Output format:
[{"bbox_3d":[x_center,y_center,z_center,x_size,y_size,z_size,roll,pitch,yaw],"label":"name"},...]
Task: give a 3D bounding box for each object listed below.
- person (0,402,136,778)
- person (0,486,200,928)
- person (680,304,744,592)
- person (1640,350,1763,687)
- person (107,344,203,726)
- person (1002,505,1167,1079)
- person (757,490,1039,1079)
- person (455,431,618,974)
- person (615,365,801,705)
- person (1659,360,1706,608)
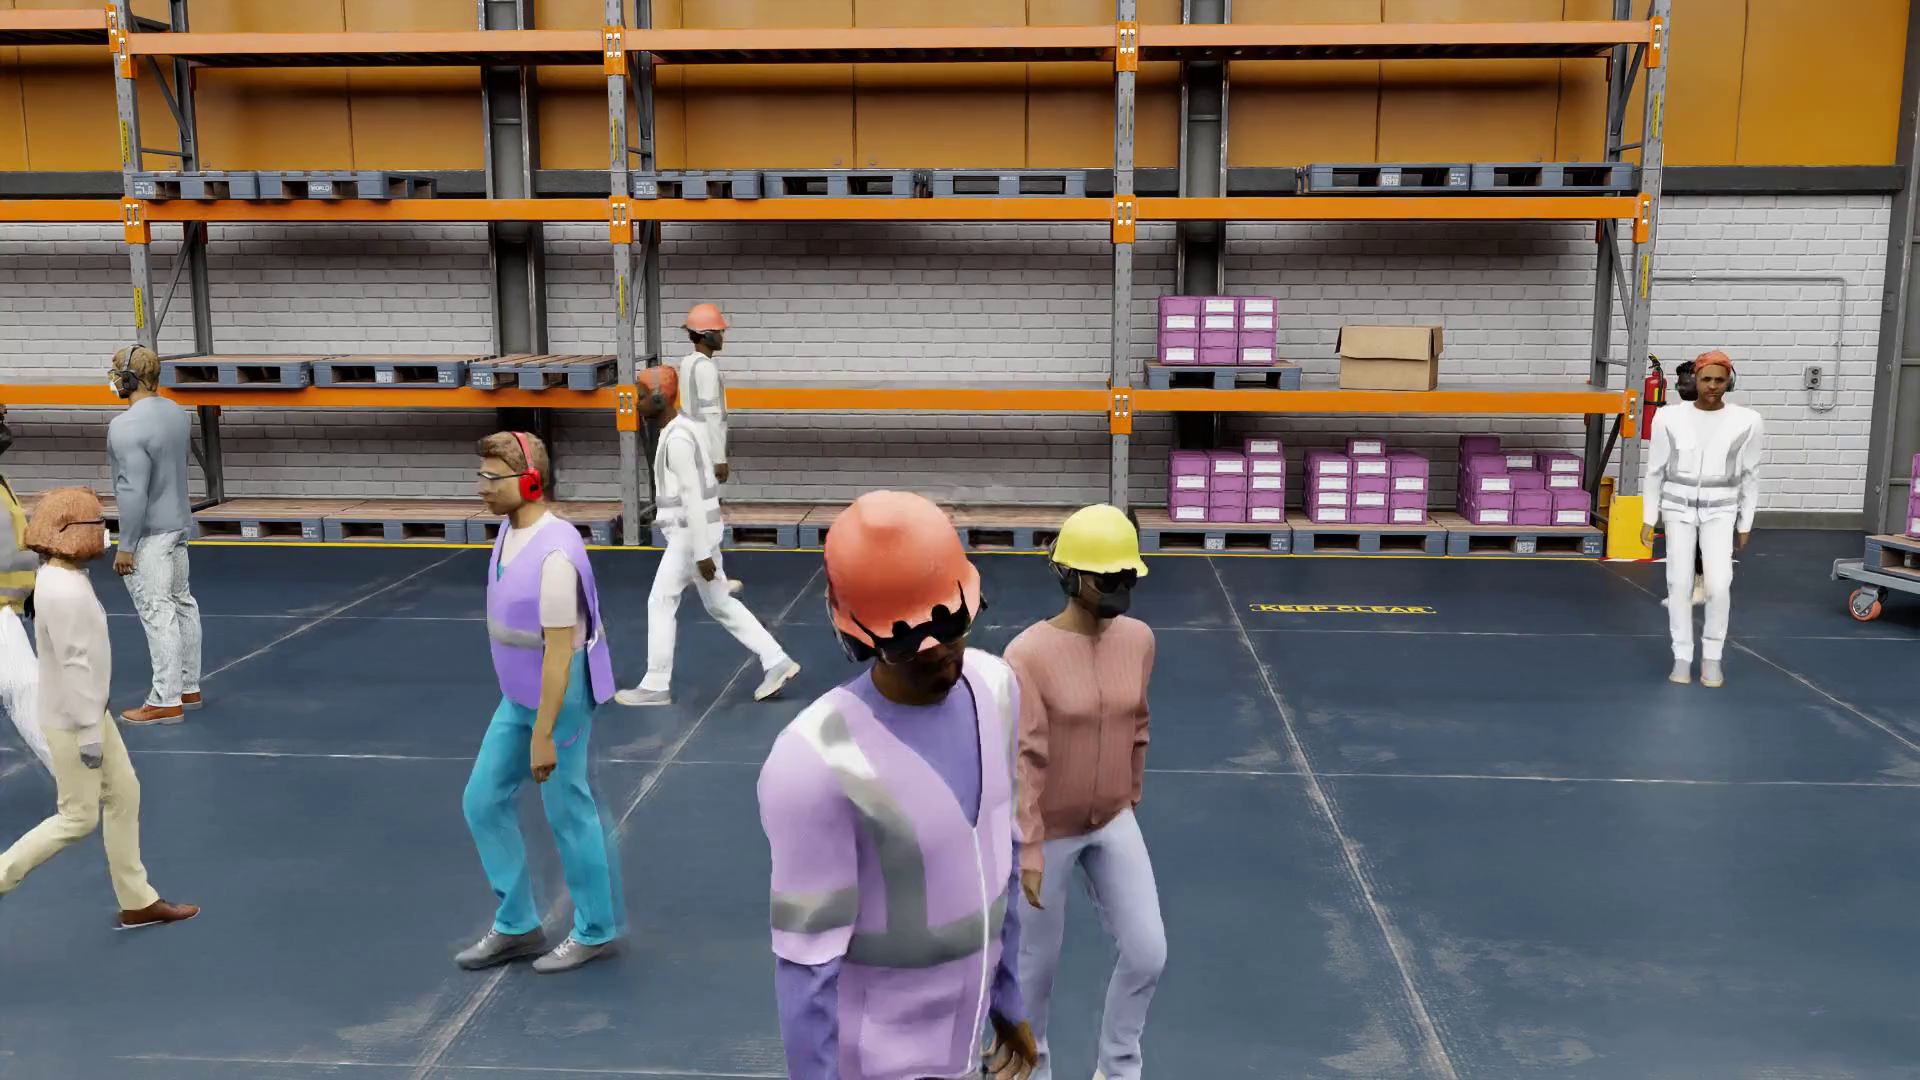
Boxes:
[{"bbox_3d":[-4.087,0.269,7.132,0.931,1.803,0.620,-5,11,-25],"label":"person"},{"bbox_3d":[-3.081,0.614,5.691,0.700,1.607,0.509,-5,11,-26],"label":"person"},{"bbox_3d":[-1.779,-0.643,11.825,0.392,2.042,0.628,-4,11,-24],"label":"person"},{"bbox_3d":[4.077,-0.108,9.195,0.575,1.867,0.503,5,11,28],"label":"person"},{"bbox_3d":[-4.127,-0.027,8.494,0.372,1.940,0.632,0,10,-2],"label":"person"},{"bbox_3d":[0.329,0.773,4.393,0.525,1.748,0.573,-6,11,-30],"label":"person"},{"bbox_3d":[-0.089,0.901,2.943,0.377,2.001,0.636,6,11,32],"label":"person"},{"bbox_3d":[-1.437,0.555,5.426,0.663,1.817,0.601,-6,11,-32],"label":"person"},{"bbox_3d":[-1.328,-0.015,8.775,0.953,1.836,0.582,-1,10,-3],"label":"person"},{"bbox_3d":[4.882,-0.361,11.174,0.373,1.681,0.554,-6,11,-30],"label":"person"}]
